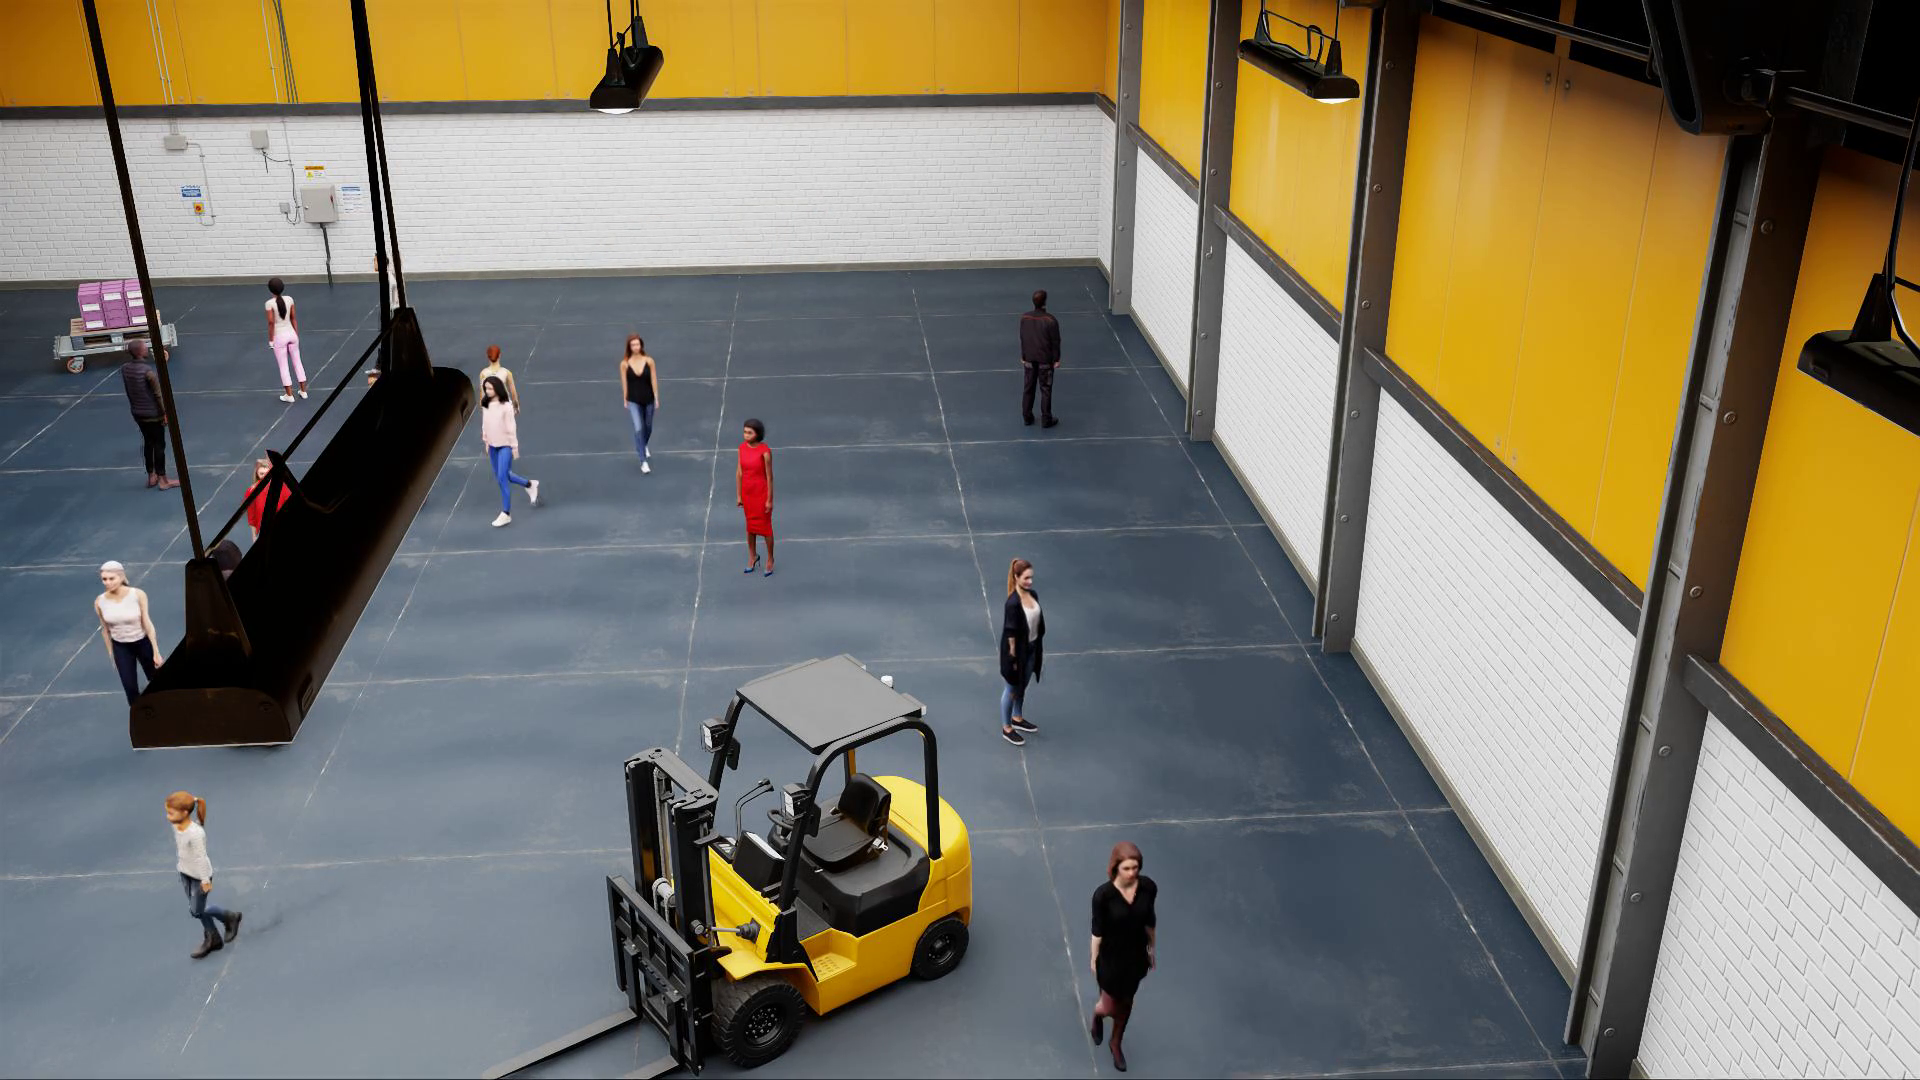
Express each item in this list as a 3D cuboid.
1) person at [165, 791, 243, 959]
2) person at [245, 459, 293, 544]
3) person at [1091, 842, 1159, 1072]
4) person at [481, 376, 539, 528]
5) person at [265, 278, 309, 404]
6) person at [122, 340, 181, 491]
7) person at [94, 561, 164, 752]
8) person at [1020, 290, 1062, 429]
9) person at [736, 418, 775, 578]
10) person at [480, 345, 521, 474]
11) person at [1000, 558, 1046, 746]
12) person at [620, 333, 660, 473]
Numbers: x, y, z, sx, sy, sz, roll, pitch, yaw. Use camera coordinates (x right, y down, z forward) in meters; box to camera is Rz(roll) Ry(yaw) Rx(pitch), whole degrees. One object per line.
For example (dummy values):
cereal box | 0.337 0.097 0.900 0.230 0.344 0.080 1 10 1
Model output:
person | -5.336 2.341 11.759 0.659 1.308 0.720 18 29 35
person | -6.888 -0.030 16.756 0.889 1.651 1.205 -10 26 -22
person | 1.003 2.615 10.651 0.674 1.693 0.723 -8 25 -18
person | -5.159 -1.057 18.979 1.036 1.751 1.118 15 28 31
person | -9.306 -2.768 22.905 0.718 1.741 0.650 17 29 34
person | -9.724 -1.499 19.884 0.799 1.837 0.797 11 26 23
person | -7.181 0.932 14.516 0.712 1.682 1.067 -5 24 -12
person | 1.041 -2.395 21.932 0.805 1.839 0.783 11 26 23
person | -2.150 -0.462 17.628 0.646 1.744 0.652 11 26 23
person | -5.607 -1.526 20.244 0.554 1.597 1.030 -2 24 -5
person | 0.513 0.949 14.475 0.781 1.684 0.700 15 28 30
person | -3.966 -1.743 20.630 0.791 1.685 1.133 -9 25 -19
